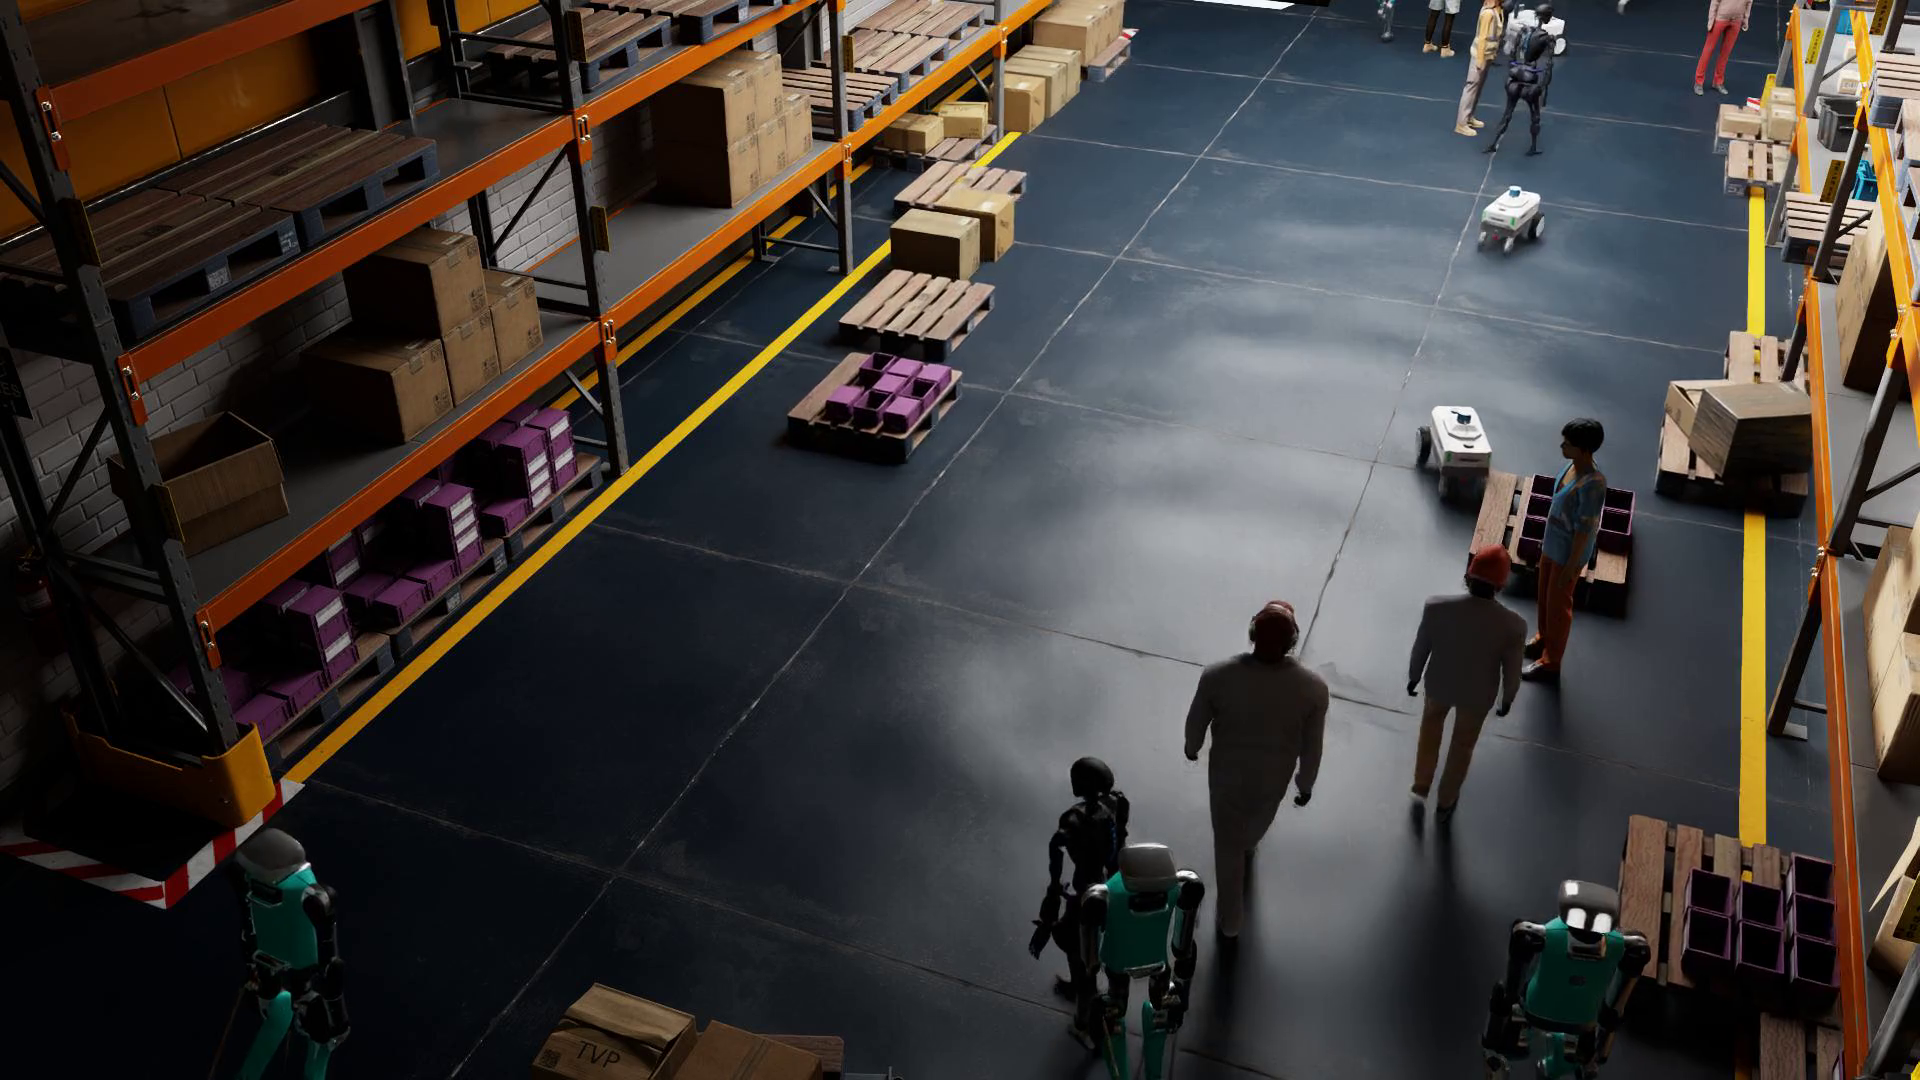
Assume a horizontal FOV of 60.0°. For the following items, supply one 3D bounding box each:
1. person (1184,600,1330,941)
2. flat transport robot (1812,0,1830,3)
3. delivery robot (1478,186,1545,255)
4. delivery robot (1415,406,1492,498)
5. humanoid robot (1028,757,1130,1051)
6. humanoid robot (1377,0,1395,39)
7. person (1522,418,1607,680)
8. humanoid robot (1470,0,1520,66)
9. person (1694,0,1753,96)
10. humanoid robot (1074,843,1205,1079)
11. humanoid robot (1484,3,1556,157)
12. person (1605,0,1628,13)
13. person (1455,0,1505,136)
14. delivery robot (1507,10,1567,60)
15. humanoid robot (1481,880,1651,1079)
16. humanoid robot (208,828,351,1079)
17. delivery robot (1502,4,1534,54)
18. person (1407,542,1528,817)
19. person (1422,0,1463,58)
[{"bbox_3d":[1.475,1.075,8.461,0.664,1.852,0.975,3,33,5],"label":"person"},{"bbox_3d":[12.423,-8.011,23.989,1.431,0.231,0.659,-25,40,-33],"label":"flat transport robot"},{"bbox_3d":[5.373,-3.150,16.221,0.499,0.614,0.796,22,39,30],"label":"delivery robot"},{"bbox_3d":[3.721,-0.700,12.421,0.499,0.606,0.807,2,33,3],"label":"delivery robot"},{"bbox_3d":[0.568,1.676,7.714,0.427,1.648,0.588,26,41,34],"label":"humanoid robot"},{"bbox_3d":[5.621,-7.290,21.541,0.539,1.796,0.790,24,40,32],"label":"humanoid robot"},{"bbox_3d":[3.664,0.053,10.139,0.339,1.759,0.501,2,33,2],"label":"person"},{"bbox_3d":[6.785,-6.792,20.812,0.389,1.640,0.600,-11,35,-17],"label":"humanoid robot"},{"bbox_3d":[9.143,-6.187,19.787,0.523,1.769,0.312,-4,33,-6],"label":"person"},{"bbox_3d":[0.790,2.135,6.981,0.541,1.842,0.742,-8,34,-12],"label":"humanoid robot"},{"bbox_3d":[6.131,-4.982,18.054,0.544,1.652,0.610,-19,37,-27],"label":"humanoid robot"},{"bbox_3d":[9.242,-8.314,23.005,0.567,1.839,0.999,4,33,6],"label":"person"},{"bbox_3d":[5.882,-5.420,18.606,0.370,1.766,0.478,18,37,25],"label":"person"},{"bbox_3d":[7.420,-6.523,21.415,0.755,0.586,0.524,-12,35,-18],"label":"delivery robot"},{"bbox_3d":[2.480,2.040,7.103,0.536,1.817,0.654,5,33,8],"label":"humanoid robot"},{"bbox_3d":[-2.908,2.125,7.028,0.539,1.869,0.748,14,36,21],"label":"humanoid robot"},{"bbox_3d":[7.262,-6.671,21.651,0.778,0.594,0.499,-20,38,-28],"label":"delivery robot"},{"bbox_3d":[2.744,0.760,9.051,0.590,1.738,0.385,15,36,22],"label":"person"},{"bbox_3d":[6.199,-7.002,21.118,0.320,1.690,0.533,-22,39,-30],"label":"person"}]
